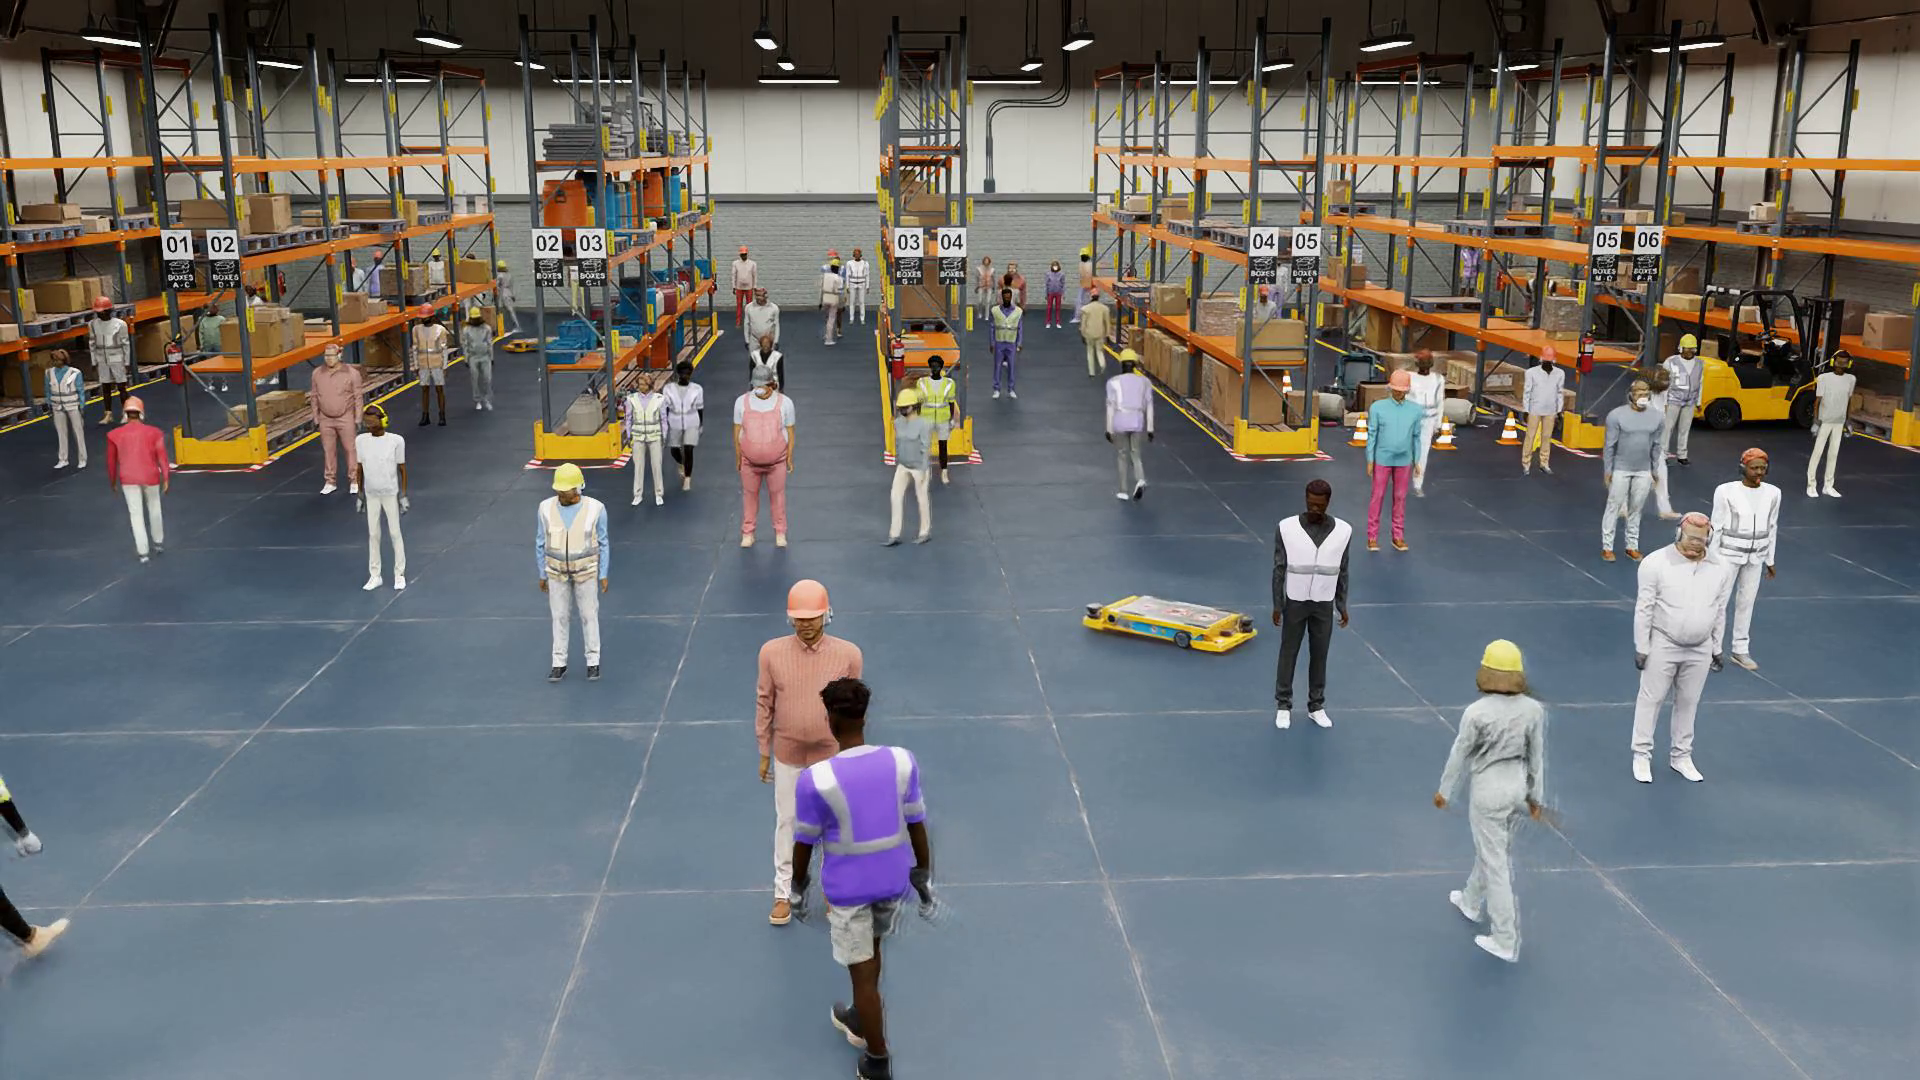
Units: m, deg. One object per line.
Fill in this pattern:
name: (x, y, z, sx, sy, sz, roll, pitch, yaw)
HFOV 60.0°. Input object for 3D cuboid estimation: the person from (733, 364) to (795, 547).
person: (-2.141, -0.923, 18.176, 0.672, 2.000, 0.536, -1, 13, -3)

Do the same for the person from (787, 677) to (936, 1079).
person: (-0.512, 1.574, 7.837, 0.632, 1.924, 0.856, -8, 16, -31)

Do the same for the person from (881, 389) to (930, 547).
person: (-0.569, -0.769, 18.154, 0.539, 1.739, 0.730, 9, 16, 33)

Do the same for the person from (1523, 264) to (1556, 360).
person: (11.876, -4.674, 34.107, 0.624, 2.013, 0.777, 7, 15, 26)

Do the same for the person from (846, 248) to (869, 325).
person: (-2.537, -6.270, 41.167, 0.572, 1.883, 0.353, -1, 13, -3)

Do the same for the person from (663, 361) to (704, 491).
person: (-3.545, -1.490, 21.349, 0.539, 1.673, 0.550, -1, 13, -6)

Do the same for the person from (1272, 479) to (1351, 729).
person: (2.637, 0.472, 12.544, 0.587, 1.914, 0.390, -1, 13, -3)

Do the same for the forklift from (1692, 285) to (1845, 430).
forklift: (12.503, -2.886, 26.166, 2.313, 2.155, 1.214, -1, 13, -3)

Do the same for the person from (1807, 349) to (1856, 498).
person: (10.917, -1.455, 20.812, 0.518, 1.865, 0.326, -1, 13, -3)

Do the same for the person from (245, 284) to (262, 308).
person: (-14.226, -4.340, 33.507, 0.512, 1.642, 0.311, -1, 13, -3)

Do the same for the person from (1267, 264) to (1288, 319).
person: (7.796, -6.150, 40.909, 0.523, 1.769, 0.317, -1, 13, -3)

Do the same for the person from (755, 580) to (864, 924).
person: (-0.841, 1.186, 9.338, 0.609, 1.996, 0.379, -1, 13, -3)

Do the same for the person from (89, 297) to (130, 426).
person: (-13.385, -2.809, 26.185, 0.605, 2.034, 0.392, -1, 13, -3)

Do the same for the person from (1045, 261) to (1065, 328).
person: (2.300, -5.956, 40.371, 0.498, 1.634, 0.278, -1, 13, -3)

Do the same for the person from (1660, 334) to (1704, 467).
person: (9.895, -1.909, 22.795, 0.586, 1.835, 0.403, -1, 13, -3)

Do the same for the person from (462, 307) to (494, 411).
person: (-7.989, -2.998, 27.660, 0.496, 1.714, 0.746, -5, 14, -21)

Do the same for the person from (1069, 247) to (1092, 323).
person: (3.203, -6.385, 41.648, 0.953, 1.892, 0.598, -9, 16, -32)

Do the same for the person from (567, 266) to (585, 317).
person: (-9.894, -6.724, 43.165, 0.563, 1.847, 0.388, -1, 13, -3)

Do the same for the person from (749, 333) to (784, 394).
person: (-2.872, -2.266, 24.737, 0.538, 1.624, 0.416, 2, 13, 8)

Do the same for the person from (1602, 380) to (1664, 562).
person: (7.092, -0.728, 17.569, 0.627, 1.940, 0.370, -1, 13, -3)

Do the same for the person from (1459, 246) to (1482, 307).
person: (13.441, -6.986, 43.857, 0.605, 2.045, 0.380, -1, 13, -3)

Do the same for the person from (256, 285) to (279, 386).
person: (-12.776, -3.765, 30.630, 0.528, 1.843, 0.603, 4, 14, 17)

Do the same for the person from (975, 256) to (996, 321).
person: (0.652, -6.363, 42.095, 0.547, 1.623, 0.360, -2, 13, -7)

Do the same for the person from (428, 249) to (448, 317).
person: (-13.471, -6.631, 42.945, 0.523, 1.769, 0.317, -1, 13, -3)

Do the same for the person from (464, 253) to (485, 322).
person: (-11.672, -5.935, 39.838, 0.619, 1.845, 0.430, -1, 13, -3)

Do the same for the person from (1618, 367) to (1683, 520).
person: (8.116, -1.099, 19.401, 0.520, 1.810, 0.831, -10, 17, -37)

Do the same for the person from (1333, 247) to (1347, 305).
person: (10.063, -6.832, 43.796, 0.523, 1.769, 0.317, -1, 13, -3)

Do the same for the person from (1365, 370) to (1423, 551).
person: (4.699, -0.860, 18.027, 0.609, 1.986, 0.391, -1, 13, -3)

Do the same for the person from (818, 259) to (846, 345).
person: (-2.808, -5.283, 36.951, 0.623, 1.891, 0.624, 9, 16, 32)

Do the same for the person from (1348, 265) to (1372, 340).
person: (9.078, -5.365, 37.688, 0.832, 1.719, 0.562, -7, 15, -26)

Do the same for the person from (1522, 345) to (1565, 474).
person: (7.814, -1.743, 22.285, 0.560, 1.743, 0.337, -1, 13, -3)

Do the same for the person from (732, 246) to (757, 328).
person: (-5.227, -6.130, 40.330, 0.609, 1.996, 0.379, -1, 13, -3)

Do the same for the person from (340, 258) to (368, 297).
person: (-14.670, -5.983, 40.309, 0.586, 1.708, 0.483, -4, 14, -17)

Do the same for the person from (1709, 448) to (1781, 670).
person: (6.545, 0.161, 13.924, 0.572, 1.883, 0.353, -1, 13, -3)

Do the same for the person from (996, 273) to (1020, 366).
person: (0.952, -4.435, 33.462, 0.532, 1.847, 0.518, -2, 13, -8)

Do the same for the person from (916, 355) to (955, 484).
person: (-0.320, -1.561, 21.613, 0.529, 1.697, 0.321, -1, 13, -3)

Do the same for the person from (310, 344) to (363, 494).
person: (-7.869, -1.523, 21.006, 0.636, 1.911, 0.406, -1, 13, -3)

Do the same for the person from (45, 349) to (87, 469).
person: (-12.202, -1.789, 22.710, 0.512, 1.639, 0.311, -1, 13, -3)

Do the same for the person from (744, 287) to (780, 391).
person: (-3.530, -3.549, 29.605, 0.636, 1.902, 0.406, -1, 13, -3)

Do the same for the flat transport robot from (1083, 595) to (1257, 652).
flat transport robot: (1.886, 0.727, 14.979, 1.431, 0.197, 0.652, 10, 17, 36)

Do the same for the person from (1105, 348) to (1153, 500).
person: (2.088, -1.425, 20.632, 0.593, 1.896, 0.543, -2, 13, -10)

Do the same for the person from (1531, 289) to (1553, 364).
person: (11.330, -4.049, 32.292, 0.498, 1.634, 0.278, -1, 13, -3)

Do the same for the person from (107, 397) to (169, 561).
person: (-8.808, -0.675, 17.834, 0.576, 1.705, 0.862, -8, 15, -30)

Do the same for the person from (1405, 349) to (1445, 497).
person: (5.770, -1.483, 20.930, 0.573, 1.869, 0.512, -1, 13, -5)

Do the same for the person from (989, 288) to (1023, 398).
person: (0.806, -3.447, 29.132, 0.587, 1.920, 0.390, -1, 13, -3)

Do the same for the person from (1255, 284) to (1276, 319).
person: (5.794, -4.023, 31.922, 0.560, 1.753, 0.327, -1, 13, -3)

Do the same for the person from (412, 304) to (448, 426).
person: (-8.329, -2.749, 26.154, 0.542, 1.928, 0.374, -1, 13, -3)

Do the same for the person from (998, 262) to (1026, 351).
person: (1.112, -5.018, 35.811, 0.636, 1.911, 0.406, -1, 13, -3)

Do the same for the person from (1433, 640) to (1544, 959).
person: (2.878, 1.373, 9.146, 0.506, 1.708, 0.807, -5, 14, -21)

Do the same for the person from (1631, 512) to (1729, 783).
person: (4.954, 0.740, 11.435, 0.636, 1.902, 0.406, -1, 13, -3)

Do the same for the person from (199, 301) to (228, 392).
person: (-13.414, -3.485, 29.901, 0.498, 1.633, 0.278, -1, 13, -3)

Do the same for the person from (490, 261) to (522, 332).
person: (-10.809, -5.778, 39.518, 0.935, 1.678, 0.501, 6, 15, 24)

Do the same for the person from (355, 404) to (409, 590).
person: (-5.719, -0.423, 16.451, 0.518, 1.860, 0.326, -1, 13, -3)

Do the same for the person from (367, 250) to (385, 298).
person: (-13.868, -5.954, 39.772, 0.555, 1.917, 0.449, -3, 14, -13)

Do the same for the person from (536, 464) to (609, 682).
person: (-3.169, 0.265, 13.611, 0.586, 1.823, 0.403, -1, 13, -3)

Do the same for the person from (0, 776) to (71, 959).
person: (-5.062, 1.539, 8.566, 0.544, 1.637, 0.906, 7, 15, 28)

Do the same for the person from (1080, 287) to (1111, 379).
person: (2.563, -3.918, 31.555, 0.570, 1.722, 0.494, -2, 13, -10)

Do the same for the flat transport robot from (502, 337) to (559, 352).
flat transport robot: (-9.139, -4.255, 36.085, 1.431, 0.197, 0.652, -12, 18, -42)

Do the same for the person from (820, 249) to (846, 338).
person: (-2.906, -5.650, 38.196, 0.605, 2.045, 0.380, -1, 13, -3)

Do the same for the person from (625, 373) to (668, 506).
person: (-3.831, -1.235, 20.361, 0.512, 1.639, 0.311, -1, 13, -3)
